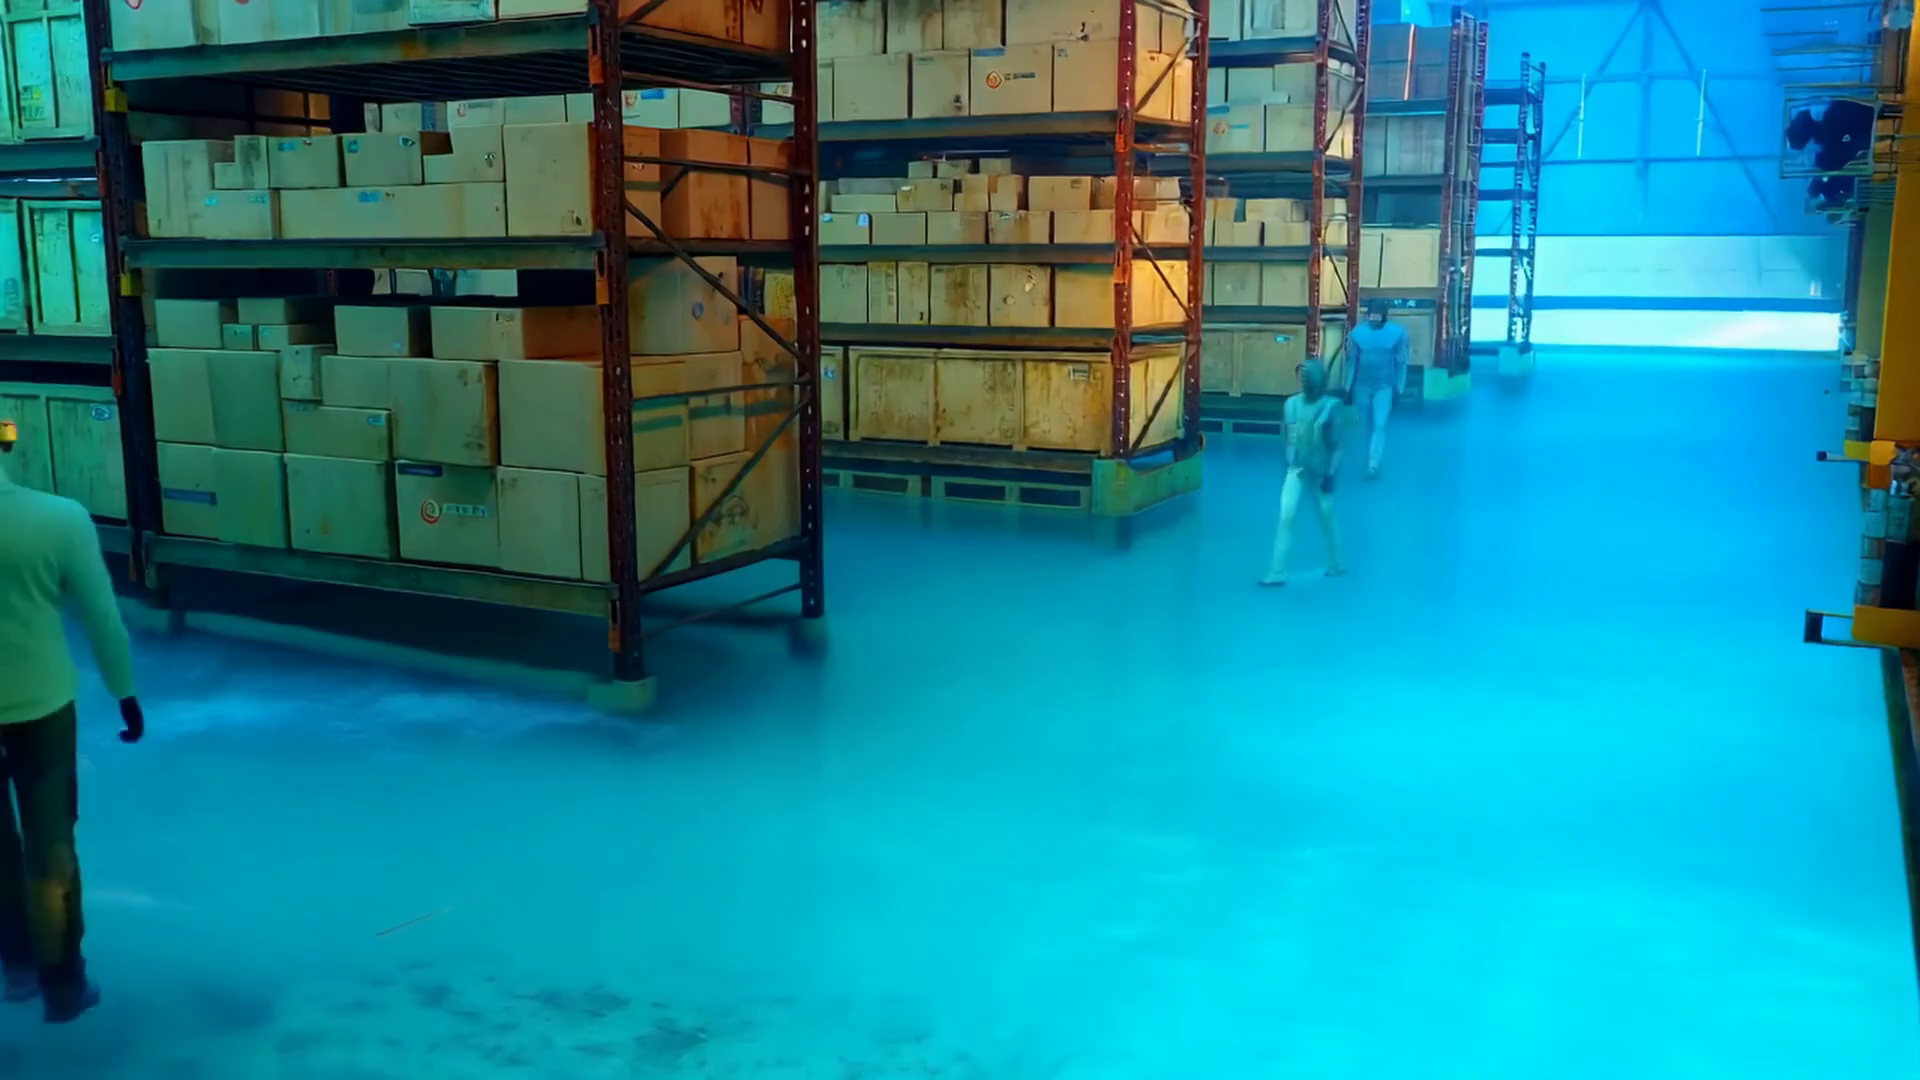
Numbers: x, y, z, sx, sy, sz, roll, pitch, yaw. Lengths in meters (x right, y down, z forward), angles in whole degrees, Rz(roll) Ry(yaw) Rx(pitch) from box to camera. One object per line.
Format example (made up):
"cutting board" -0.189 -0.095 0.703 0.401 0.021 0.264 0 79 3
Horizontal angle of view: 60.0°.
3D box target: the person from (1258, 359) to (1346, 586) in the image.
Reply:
"person" 2.487 -0.477 11.733 0.862 1.597 0.528 -9 13 -42

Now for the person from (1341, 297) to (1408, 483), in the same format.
"person" 4.291 -1.571 17.251 0.641 1.896 1.042 4 10 21

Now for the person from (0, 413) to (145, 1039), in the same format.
"person" -2.900 0.481 5.106 0.699 1.954 0.851 -4 11 -22
